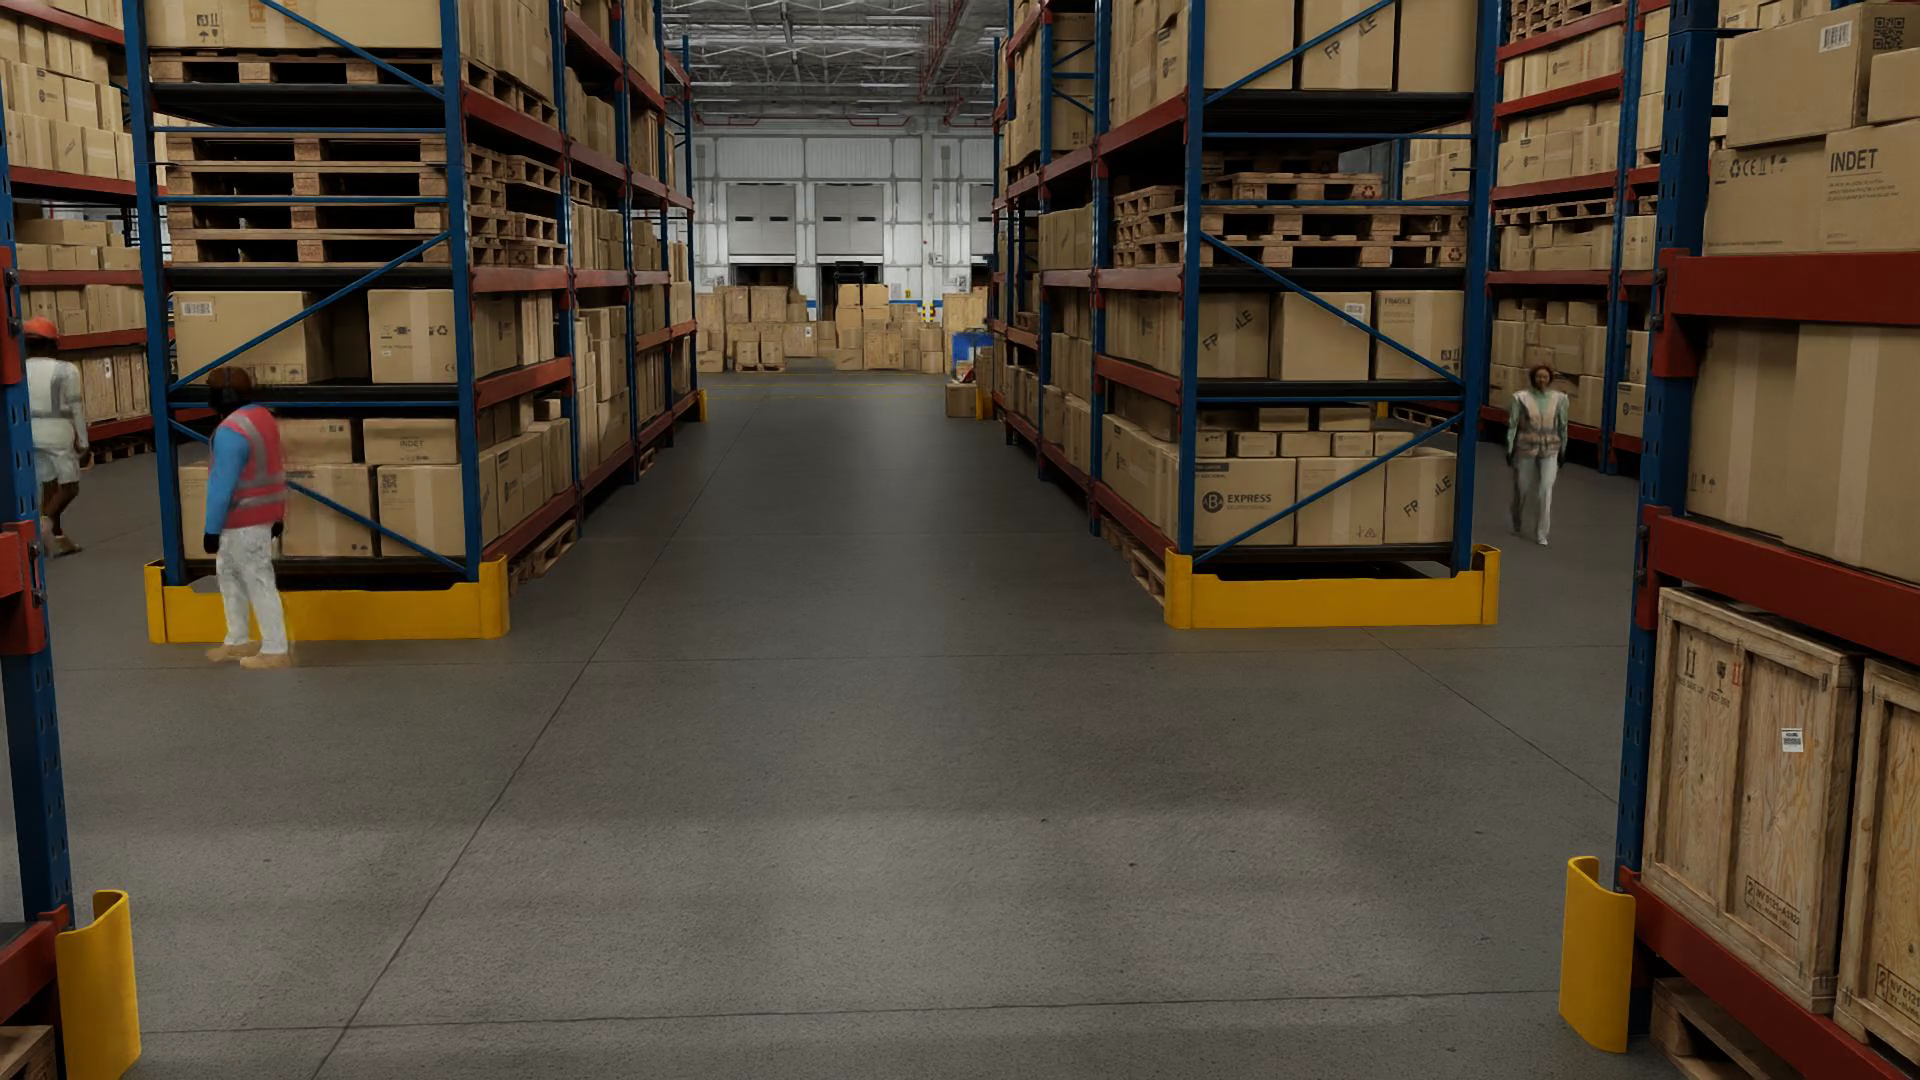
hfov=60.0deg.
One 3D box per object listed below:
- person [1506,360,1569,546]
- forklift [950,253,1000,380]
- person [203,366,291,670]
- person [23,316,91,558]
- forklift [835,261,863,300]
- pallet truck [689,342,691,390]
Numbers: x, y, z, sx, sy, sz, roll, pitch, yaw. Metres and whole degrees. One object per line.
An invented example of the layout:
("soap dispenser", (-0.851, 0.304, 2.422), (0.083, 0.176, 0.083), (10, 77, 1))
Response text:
("person", (5.087, -0.781, 14.697), (0.523, 1.621, 0.635), (2, 9, 10))
("forklift", (0.747, -4.878, 36.457), (1.873, 2.768, 1.129), (-1, 9, -4))
("person", (-4.341, -0.116, 9.865), (0.691, 1.817, 0.667), (-1, 9, -5))
("person", (-7.531, -0.824, 13.686), (0.617, 2.026, 0.766), (0, 9, 2))
("forklift", (-3.671, -7.882, 55.321), (1.129, 2.768, 1.873), (-1, 9, -4))
("pallet truck", (-5.225, -3.008, 27.480), (1.885, 1.965, 0.823), (2, 9, 14))
